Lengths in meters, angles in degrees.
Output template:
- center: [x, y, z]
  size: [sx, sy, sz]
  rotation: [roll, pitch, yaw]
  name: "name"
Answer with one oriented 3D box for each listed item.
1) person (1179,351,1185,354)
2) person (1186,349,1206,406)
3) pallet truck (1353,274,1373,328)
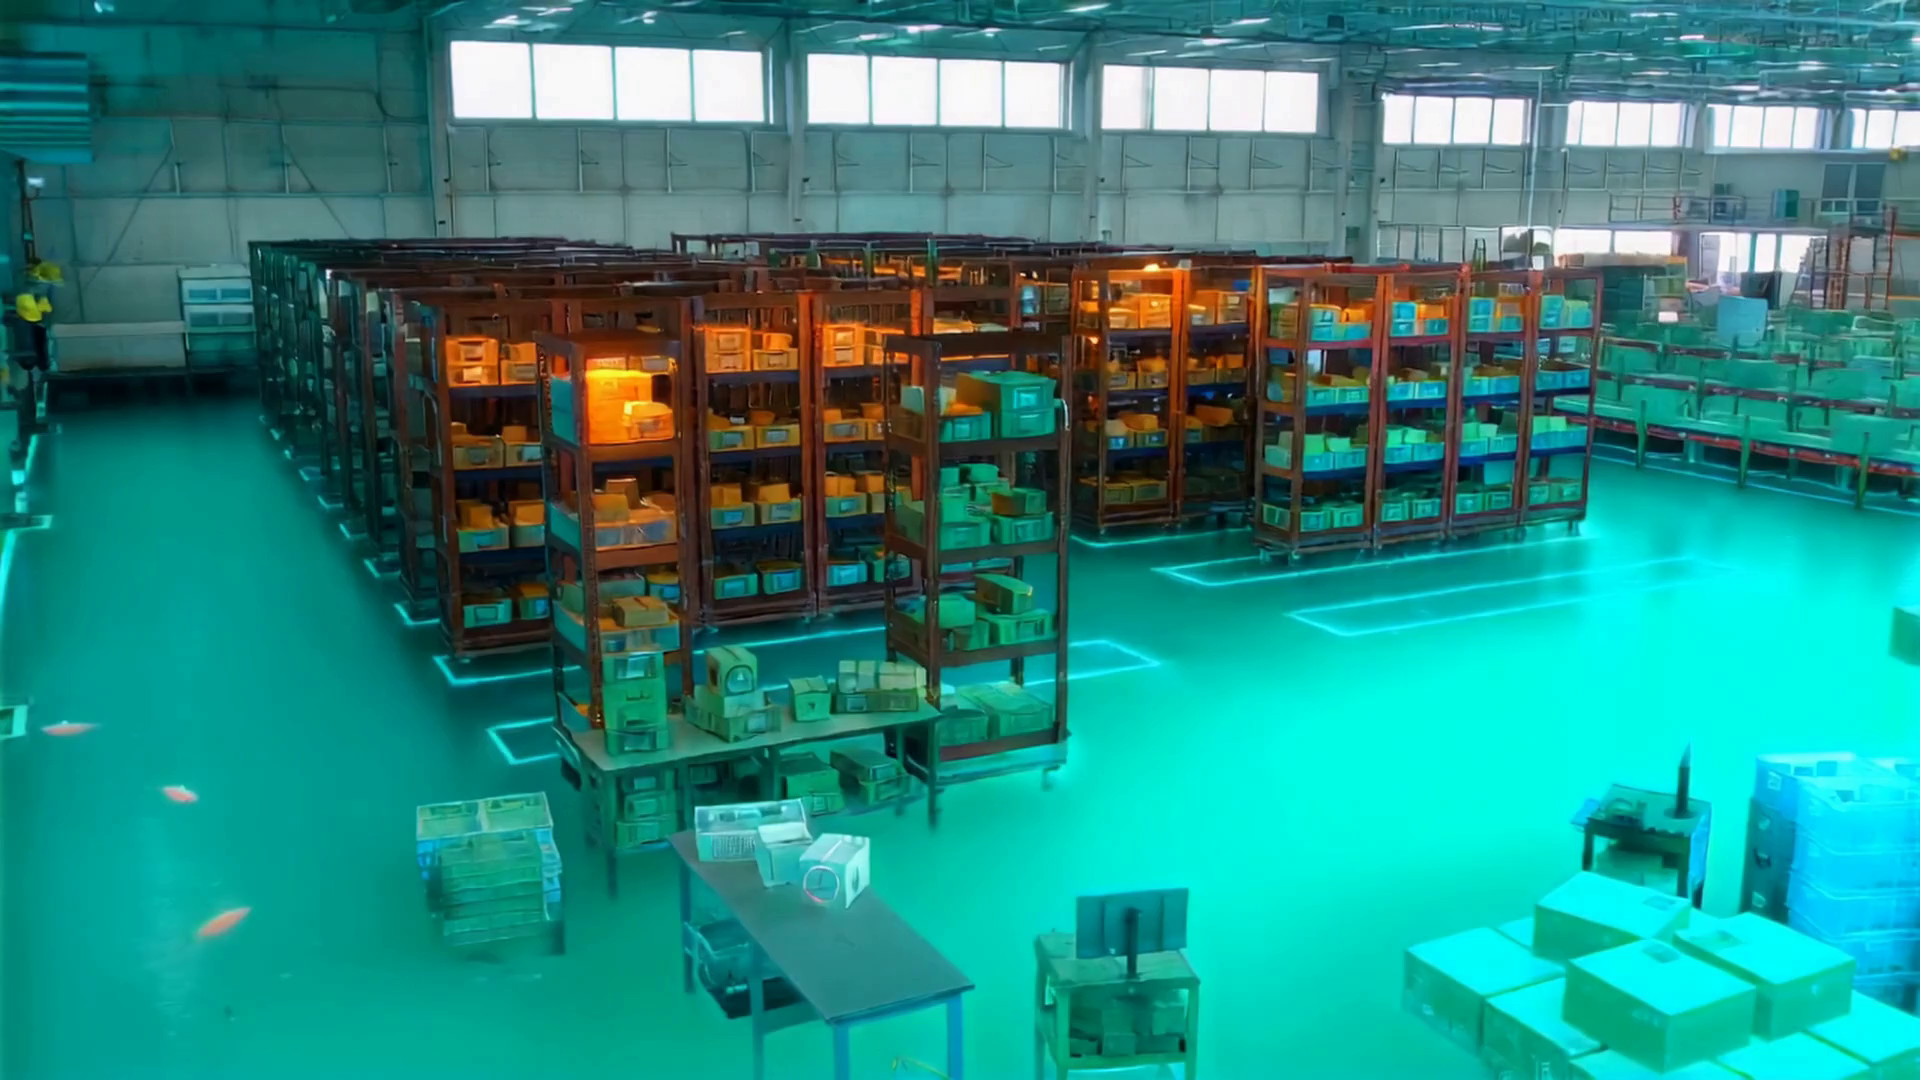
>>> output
- center: [4.864, -4.231, 37.271]
  size: [0.375, 2.044, 0.605]
  rotation: [11, 16, 41]
  name: "person"
- center: [4.508, -2.851, 31.340]
  size: [0.619, 1.818, 0.421]
  rotation: [-10, 15, -38]
  name: "person"
- center: [13.011, -8.050, 55.243]
  size: [0.823, 1.965, 1.885]
  rotation: [-7, 14, -28]
  name: "pallet truck"
